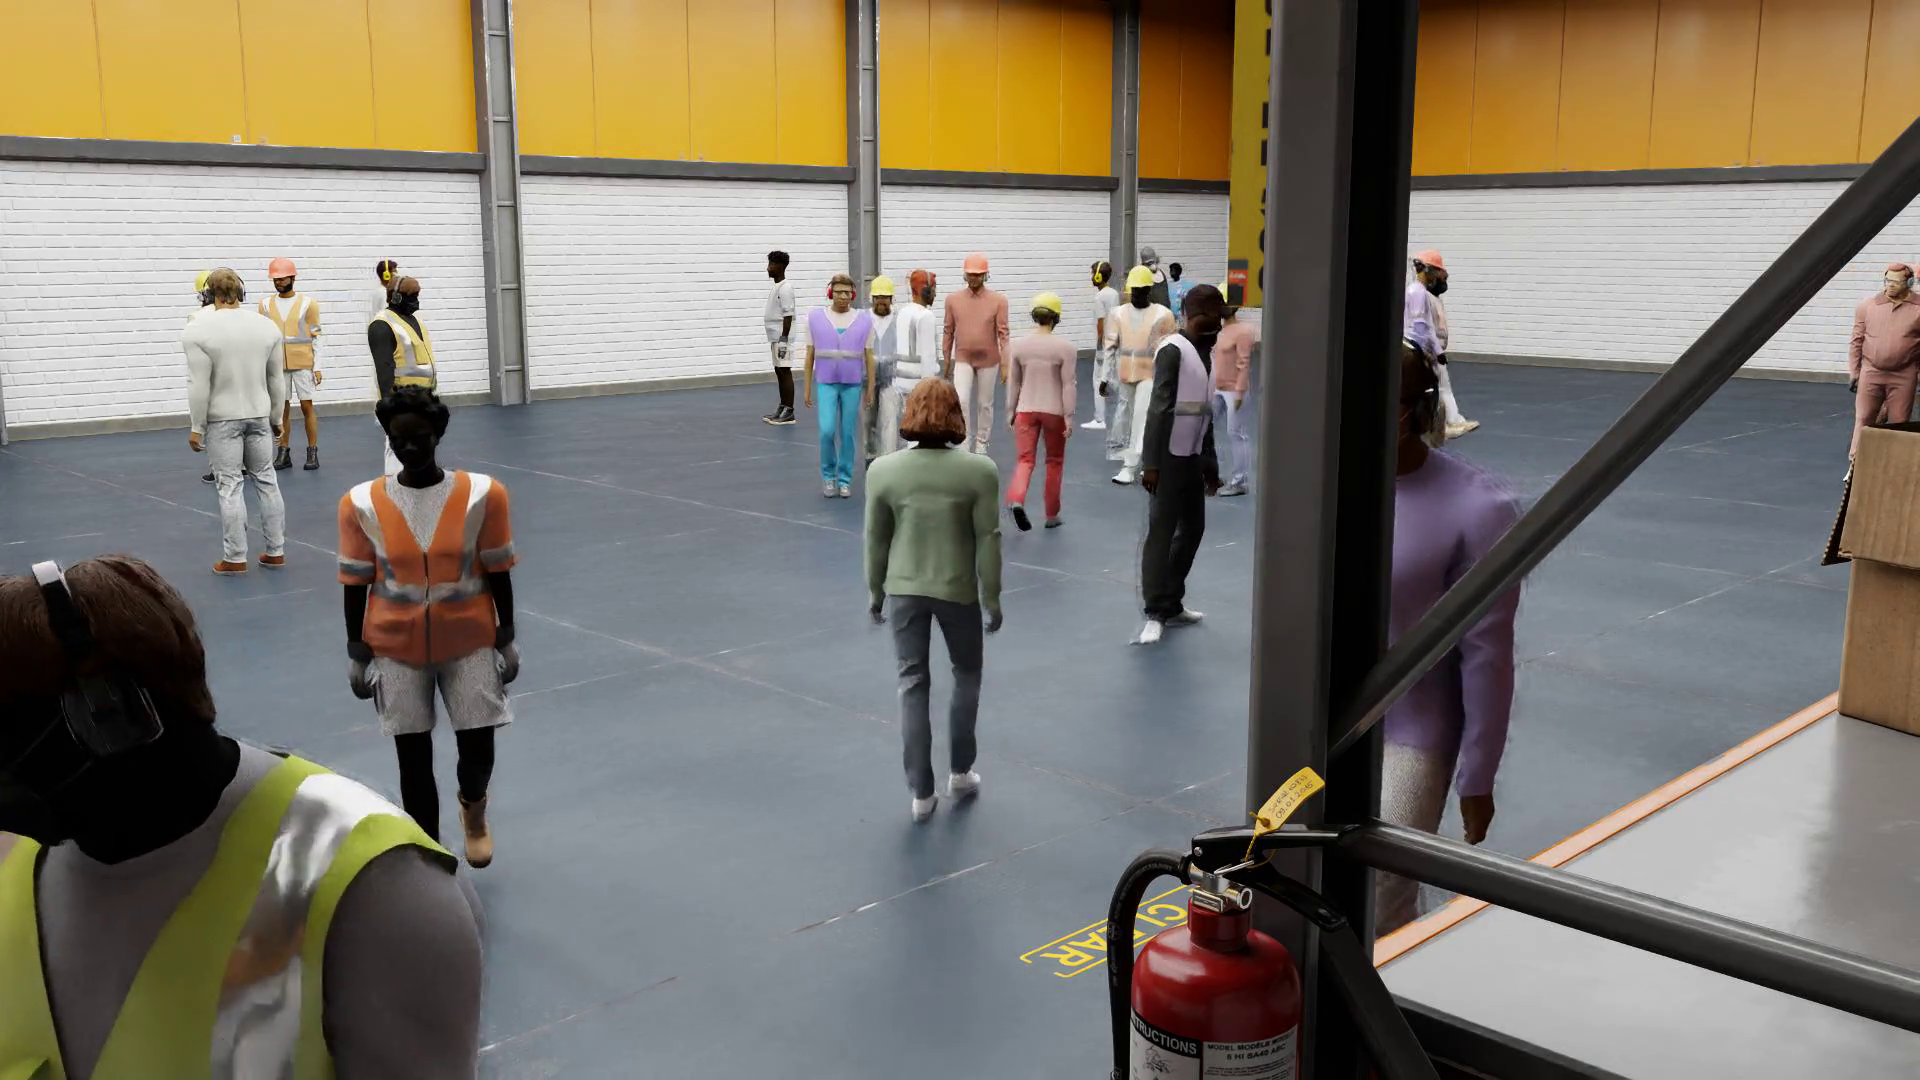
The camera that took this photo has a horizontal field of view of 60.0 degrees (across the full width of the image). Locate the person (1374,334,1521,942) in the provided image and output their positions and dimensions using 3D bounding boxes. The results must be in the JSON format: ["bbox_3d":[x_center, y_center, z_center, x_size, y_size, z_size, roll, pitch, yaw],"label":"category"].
[{"bbox_3d":[1.009,0.464,3.923,0.640,1.921,0.548,10,14,44],"label":"person"}]

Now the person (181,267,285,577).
[{"bbox_3d":[-4.535,-0.735,10.446,0.351,1.932,0.635,8,13,38],"label":"person"}]

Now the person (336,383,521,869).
[{"bbox_3d":[-1.676,0.337,5.272,0.549,1.680,0.407,-2,11,-13],"label":"person"}]

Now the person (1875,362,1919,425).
[{"bbox_3d":[9.263,-1.754,16.122,0.959,1.902,0.548,5,11,24],"label":"person"}]

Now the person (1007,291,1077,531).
[{"bbox_3d":[0.560,-0.909,11.925,0.535,1.737,0.705,4,11,20],"label":"person"}]

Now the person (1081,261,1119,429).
[{"bbox_3d":[1.674,-2.130,18.272,0.631,1.857,0.548,6,12,31],"label":"person"}]

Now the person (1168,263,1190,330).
[{"bbox_3d":[3.655,-3.880,28.358,0.847,1.648,0.539,-10,14,-43],"label":"person"}]

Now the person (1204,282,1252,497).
[{"bbox_3d":[2.134,-1.214,13.555,0.530,1.747,0.544,-6,12,-28],"label":"person"}]

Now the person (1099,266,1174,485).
[{"bbox_3d":[1.560,-1.441,14.479,0.600,1.874,1.013,7,13,34],"label":"person"}]

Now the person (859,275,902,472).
[{"bbox_3d":[-0.715,-1.438,14.693,0.601,1.796,0.928,0,10,-3],"label":"person"}]

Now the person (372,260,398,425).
[{"bbox_3d":[-6.354,-2.205,18.676,0.527,1.852,0.562,-6,12,-28],"label":"person"}]

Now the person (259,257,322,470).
[{"bbox_3d":[-6.081,-1.594,15.115,0.549,1.936,0.376,-1,10,-3],"label":"person"}]

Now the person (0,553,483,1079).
[{"bbox_3d":[-0.800,0.912,1.807,0.669,1.809,0.456,3,11,14],"label":"person"}]

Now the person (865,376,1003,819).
[{"bbox_3d":[-0.087,0.197,6.199,0.523,1.613,0.557,1,10,7],"label":"person"}]

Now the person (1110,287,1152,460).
[{"bbox_3d":[1.678,-1.618,15.806,0.586,1.726,0.483,-2,11,-9],"label":"person"}]

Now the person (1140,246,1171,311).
[{"bbox_3d":[2.641,-3.101,23.053,0.603,2.000,0.759,10,14,44],"label":"person"}]

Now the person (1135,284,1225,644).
[{"bbox_3d":[1.123,-0.407,8.831,0.381,1.878,0.724,6,12,31],"label":"person"}]

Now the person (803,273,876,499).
[{"bbox_3d":[-0.967,-1.232,13.442,0.587,1.821,0.525,-2,11,-9],"label":"person"}]

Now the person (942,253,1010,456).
[{"bbox_3d":[0.132,-1.616,15.167,0.651,1.957,0.885,1,10,7],"label":"person"}]

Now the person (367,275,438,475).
[{"bbox_3d":[-4.107,-1.041,12.378,0.429,1.841,0.625,1,10,8],"label":"person"}]

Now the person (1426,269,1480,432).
[{"bbox_3d":[5.020,-1.982,17.641,0.939,1.786,0.618,8,13,35],"label":"person"}]

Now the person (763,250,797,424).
[{"bbox_3d":[-2.041,-2.295,18.862,0.367,1.966,0.606,-3,11,-17],"label":"person"}]

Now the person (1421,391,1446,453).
[{"bbox_3d":[1.425,0.043,6.032,0.622,1.993,0.382,7,12,33],"label":"person"}]

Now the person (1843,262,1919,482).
[{"bbox_3d":[7.965,-1.417,14.259,0.643,1.902,0.399,7,12,32],"label":"person"}]

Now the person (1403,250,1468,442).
[{"bbox_3d":[4.709,-1.962,17.009,1.012,1.972,0.653,3,11,15],"label":"person"}]

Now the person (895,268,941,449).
[{"bbox_3d":[-0.313,-1.214,13.214,0.424,1.867,0.594,-5,11,-25],"label":"person"}]

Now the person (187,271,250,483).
[{"bbox_3d":[-6.406,-1.402,14.365,0.403,1.828,0.593,4,11,23],"label":"person"}]
